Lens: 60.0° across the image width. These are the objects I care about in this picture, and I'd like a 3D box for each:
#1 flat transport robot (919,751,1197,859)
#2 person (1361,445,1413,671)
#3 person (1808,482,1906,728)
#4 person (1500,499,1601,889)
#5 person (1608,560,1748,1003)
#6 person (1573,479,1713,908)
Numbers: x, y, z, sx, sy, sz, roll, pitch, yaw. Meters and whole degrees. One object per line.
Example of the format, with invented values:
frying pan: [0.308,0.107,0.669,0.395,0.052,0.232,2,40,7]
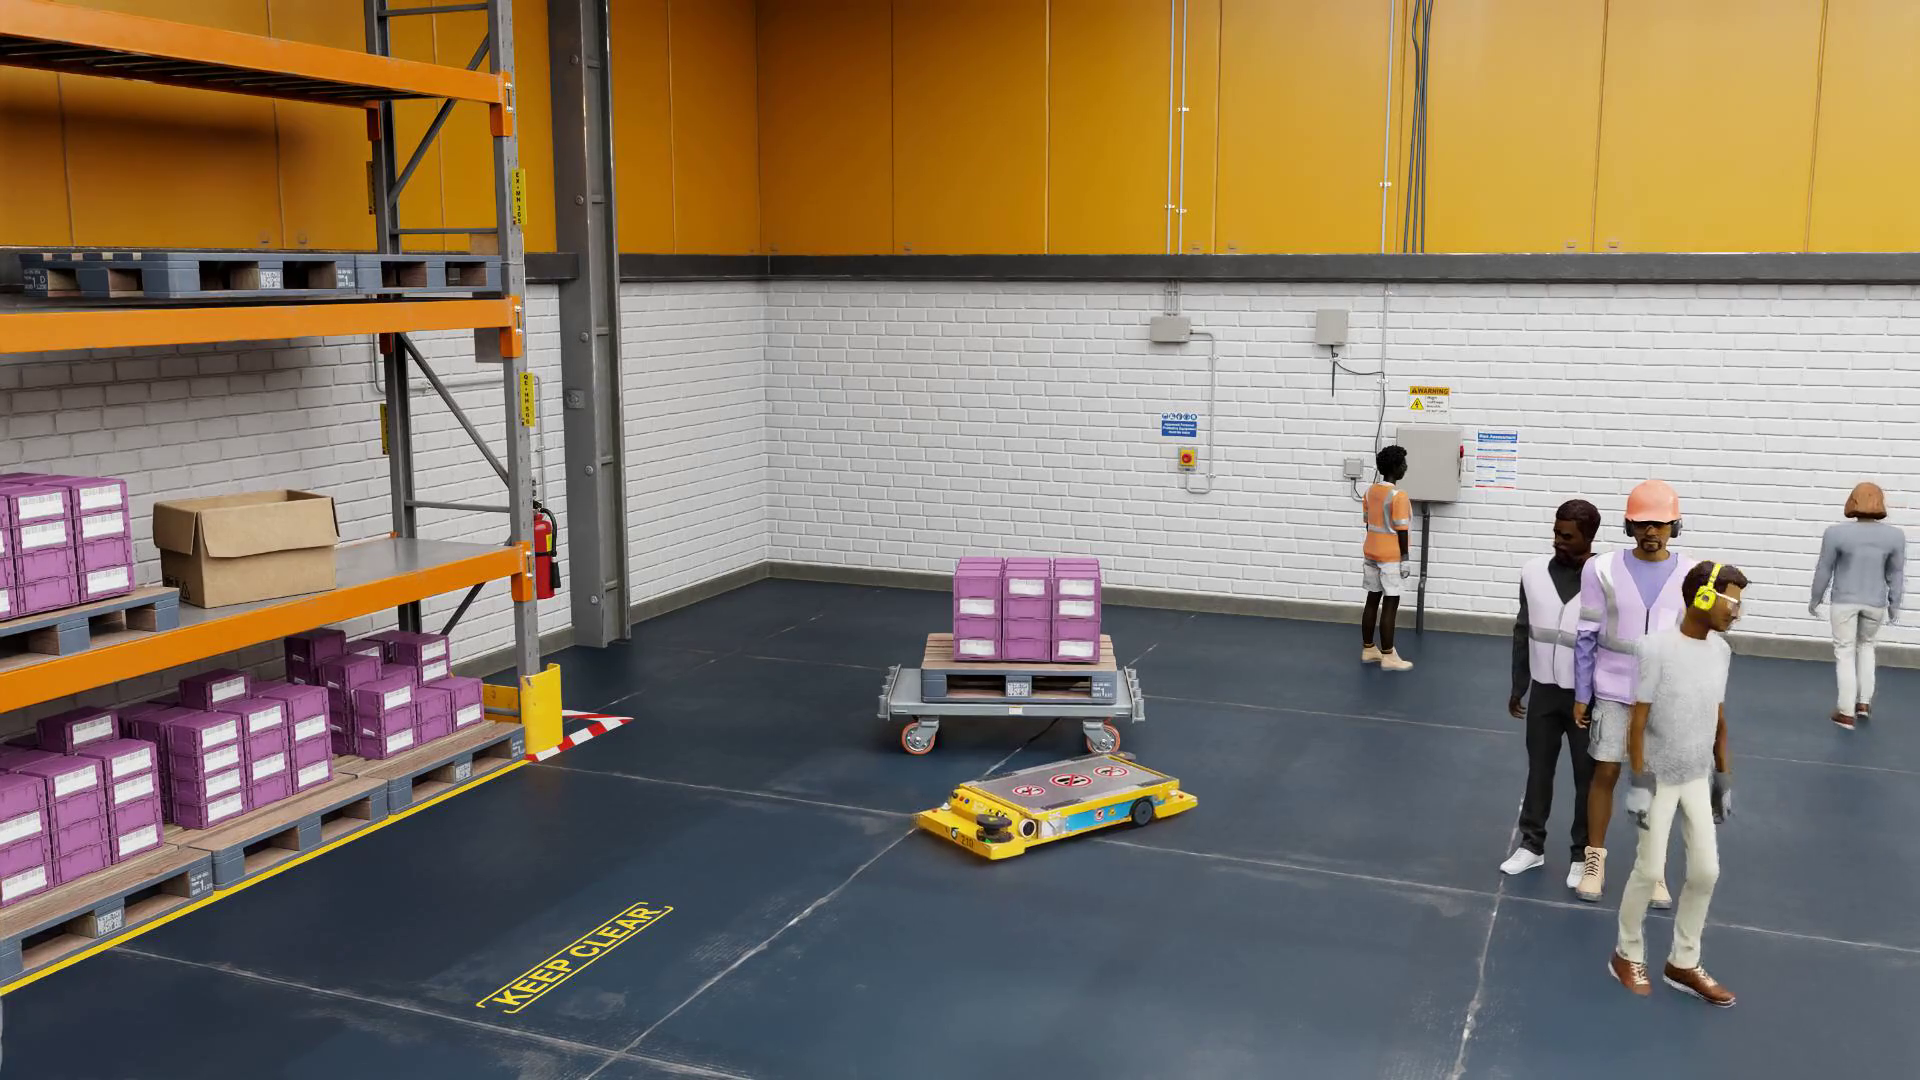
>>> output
flat transport robot: [0.547,1.417,9.049,1.431,0.197,0.652,-7,12,-35]
person: [3.222,0.131,12.532,0.318,1.697,0.535,-3,10,-17]
person: [5.919,0.418,11.032,0.511,1.617,0.537,1,9,8]
person: [3.000,0.742,8.175,0.587,1.915,0.397,8,13,41]
person: [2.943,1.008,6.865,0.540,1.861,0.365,-3,10,-18]
person: [3.225,0.725,7.881,0.608,2.044,0.371,3,10,18]
